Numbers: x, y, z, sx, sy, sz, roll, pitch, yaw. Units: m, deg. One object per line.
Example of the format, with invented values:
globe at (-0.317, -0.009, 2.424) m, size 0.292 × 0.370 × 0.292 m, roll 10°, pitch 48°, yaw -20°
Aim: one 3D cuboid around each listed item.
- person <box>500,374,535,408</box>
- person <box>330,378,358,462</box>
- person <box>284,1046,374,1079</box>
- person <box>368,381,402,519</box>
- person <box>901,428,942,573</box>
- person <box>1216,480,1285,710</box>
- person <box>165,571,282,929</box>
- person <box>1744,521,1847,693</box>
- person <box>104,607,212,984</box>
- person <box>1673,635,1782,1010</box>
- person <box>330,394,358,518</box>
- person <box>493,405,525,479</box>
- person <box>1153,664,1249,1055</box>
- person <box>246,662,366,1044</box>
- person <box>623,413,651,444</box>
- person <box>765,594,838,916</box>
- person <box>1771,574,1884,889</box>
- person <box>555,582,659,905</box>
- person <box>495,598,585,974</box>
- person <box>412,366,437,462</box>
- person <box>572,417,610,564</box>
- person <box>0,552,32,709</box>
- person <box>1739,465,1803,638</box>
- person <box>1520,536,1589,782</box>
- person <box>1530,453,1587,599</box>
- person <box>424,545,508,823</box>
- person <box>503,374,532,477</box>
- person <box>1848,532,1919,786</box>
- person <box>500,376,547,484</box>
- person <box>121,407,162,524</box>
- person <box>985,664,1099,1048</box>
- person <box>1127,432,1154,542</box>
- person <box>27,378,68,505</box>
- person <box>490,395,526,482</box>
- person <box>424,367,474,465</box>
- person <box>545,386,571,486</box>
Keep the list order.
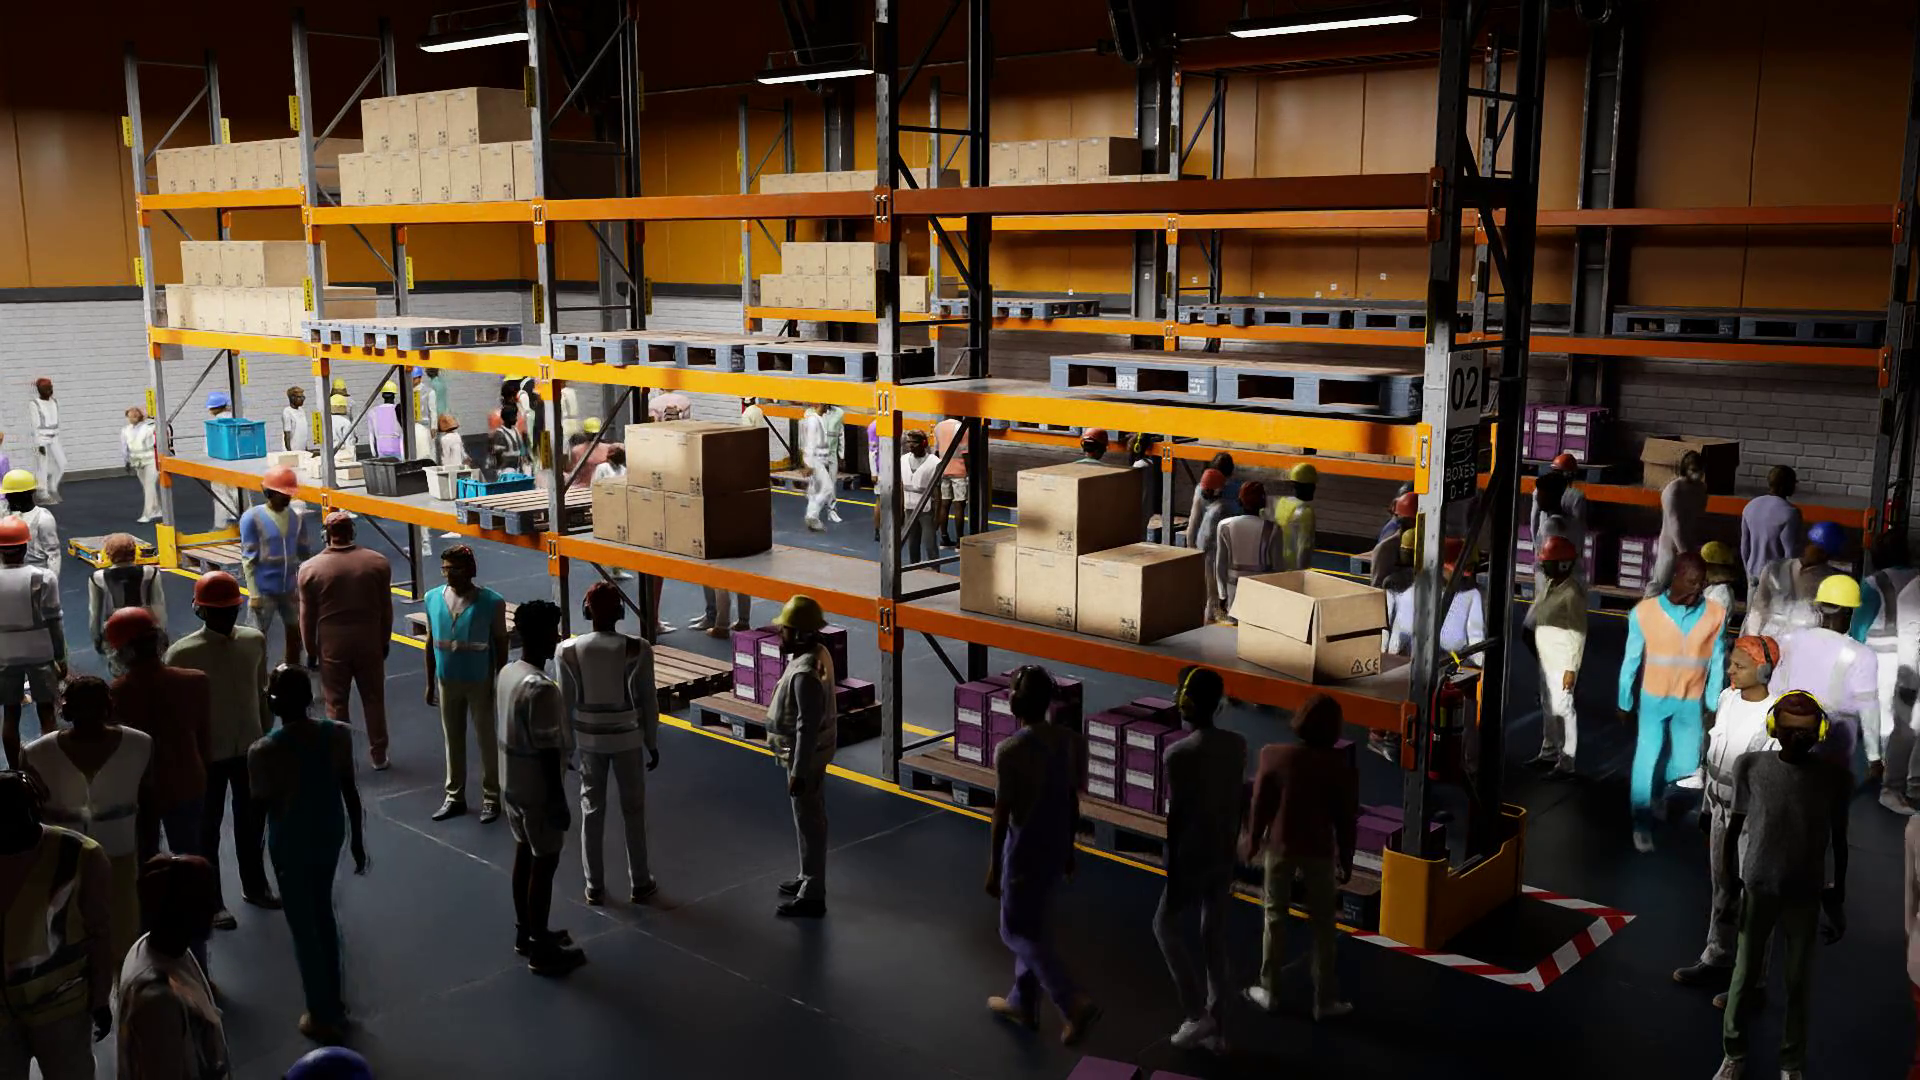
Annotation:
person at (-7.598, -2.278, 28.593) m, size 0.605 × 2.034 × 0.388 m, roll -1°, pitch 10°, yaw -4°
person at (-9.562, -1.626, 25.723) m, size 0.493 × 1.743 × 0.295 m, roll -4°, pitch 11°, yaw -23°
person at (-1.430, 2.135, 3.949) m, size 0.607 × 1.933 × 0.438 m, roll -9°, pitch 13°, yaw -41°
person at (-7.875, -1.238, 23.044) m, size 0.586 × 1.918 × 0.394 m, roll 1°, pitch 10°, yaw 4°
person at (-0.413, -0.299, 17.976) m, size 0.561 × 1.836 × 0.392 m, roll 7°, pitch 12°, yaw 36°
person at (2.375, 0.448, 13.604) m, size 0.576 × 1.883 × 0.355 m, roll 5°, pitch 11°, yaw 27°
person at (-4.104, 1.149, 9.323) m, size 0.381 × 1.994 × 0.617 m, roll 6°, pitch 12°, yaw 31°
person at (5.796, 0.798, 11.615) m, size 0.537 × 1.906 × 0.667 m, roll -9°, pitch 14°, yaw -43°
person at (-4.164, 1.310, 8.621) m, size 0.599 × 1.938 × 0.947 m, roll -8°, pitch 13°, yaw -38°
person at (3.889, 1.391, 8.271) m, size 0.355 × 1.883 × 0.574 m, roll -2°, pitch 10°, yaw -11°
person at (-8.619, -1.155, 23.090) m, size 0.480 × 1.733 × 0.338 m, roll 3°, pitch 11°, yaw 19°
person at (-5.881, -0.953, 22.134) m, size 0.696 × 1.661 × 0.557 m, roll 2°, pitch 10°, yaw 12°
person at (1.129, 1.493, 7.784) m, size 0.522 × 1.850 × 0.419 m, roll -6°, pitch 11°, yaw -28°
person at (-3.145, 1.474, 7.940) m, size 0.586 × 1.828 × 0.539 m, roll 8°, pitch 13°, yaw 39°
person at (-3.926, -0.744, 20.740) m, size 0.566 × 1.744 × 0.355 m, roll 7°, pitch 12°, yaw 34°
person at (-0.896, 1.208, 9.440) m, size 0.404 × 1.837 × 0.590 m, roll 0°, pitch 10°, yaw -2°
person at (4.990, 1.142, 9.597) m, size 0.409 × 1.911 × 0.599 m, roll -5°, pitch 11°, yaw -25°
person at (-2.007, 1.164, 9.546) m, size 0.573 × 1.887 × 0.356 m, roll -1°, pitch 10°, yaw -3°
person at (-2.216, 1.276, 8.718) m, size 0.381 × 1.957 × 0.606 m, roll -7°, pitch 12°, yaw -33°
person at (-8.493, -1.788, 26.097) m, size 0.605 × 1.939 × 0.416 m, roll 2°, pitch 10°, yaw 13°
person at (-4.392, -0.599, 19.904) m, size 0.533 × 1.753 × 0.465 m, roll -7°, pitch 12°, yaw -35°
person at (-7.874, 0.487, 13.490) m, size 0.508 × 1.847 × 0.345 m, roll -4°, pitch 11°, yaw -19°
person at (6.909, 0.321, 14.161) m, size 0.370 × 1.941 × 0.627 m, roll -3°, pitch 10°, yaw -15°
person at (4.209, 0.835, 11.781) m, size 0.343 × 1.749 × 0.573 m, roll 0°, pitch 10°, yaw -2°
person at (5.916, 0.015, 16.425) m, size 0.339 × 1.748 × 0.564 m, roll -9°, pitch 13°, yaw -41°
person at (-3.246, 0.935, 10.954) m, size 0.571 × 1.845 × 0.382 m, roll 2°, pitch 10°, yaw 10°
person at (-6.740, -1.649, 25.336) m, size 0.366 × 1.926 × 0.592 m, roll -7°, pitch 12°, yaw -36°
person at (6.554, 0.846, 11.599) m, size 0.667 × 1.804 × 0.604 m, roll -3°, pitch 11°, yaw -18°
person at (-6.916, -1.910, 26.490) m, size 0.675 × 2.000 × 0.536 m, roll 2°, pitch 10°, yaw 9°
person at (-11.208, -1.027, 22.788) m, size 0.537 × 1.584 × 0.725 m, roll 2°, pitch 10°, yaw 11°
person at (0.402, 1.495, 7.846) m, size 0.531 × 1.825 × 0.692 m, roll -10°, pitch 14°, yaw -43°
person at (1.856, -0.222, 17.418) m, size 0.328 × 1.876 × 0.513 m, roll 3°, pitch 11°, yaw 18°
person at (-13.340, -1.434, 24.299) m, size 0.439 × 1.869 × 0.582 m, roll 3°, pitch 10°, yaw 15°
person at (-6.439, -1.284, 23.802) m, size 0.575 × 1.740 × 0.349 m, roll 5°, pitch 11°, yaw 24°
person at (-8.605, -2.033, 27.571) m, size 0.907 × 1.909 × 0.624 m, roll -1°, pitch 10°, yaw -4°
person at (-6.360, -1.786, 26.235) m, size 0.355 × 1.883 × 0.575 m, roll 5°, pitch 11°, yaw 25°
